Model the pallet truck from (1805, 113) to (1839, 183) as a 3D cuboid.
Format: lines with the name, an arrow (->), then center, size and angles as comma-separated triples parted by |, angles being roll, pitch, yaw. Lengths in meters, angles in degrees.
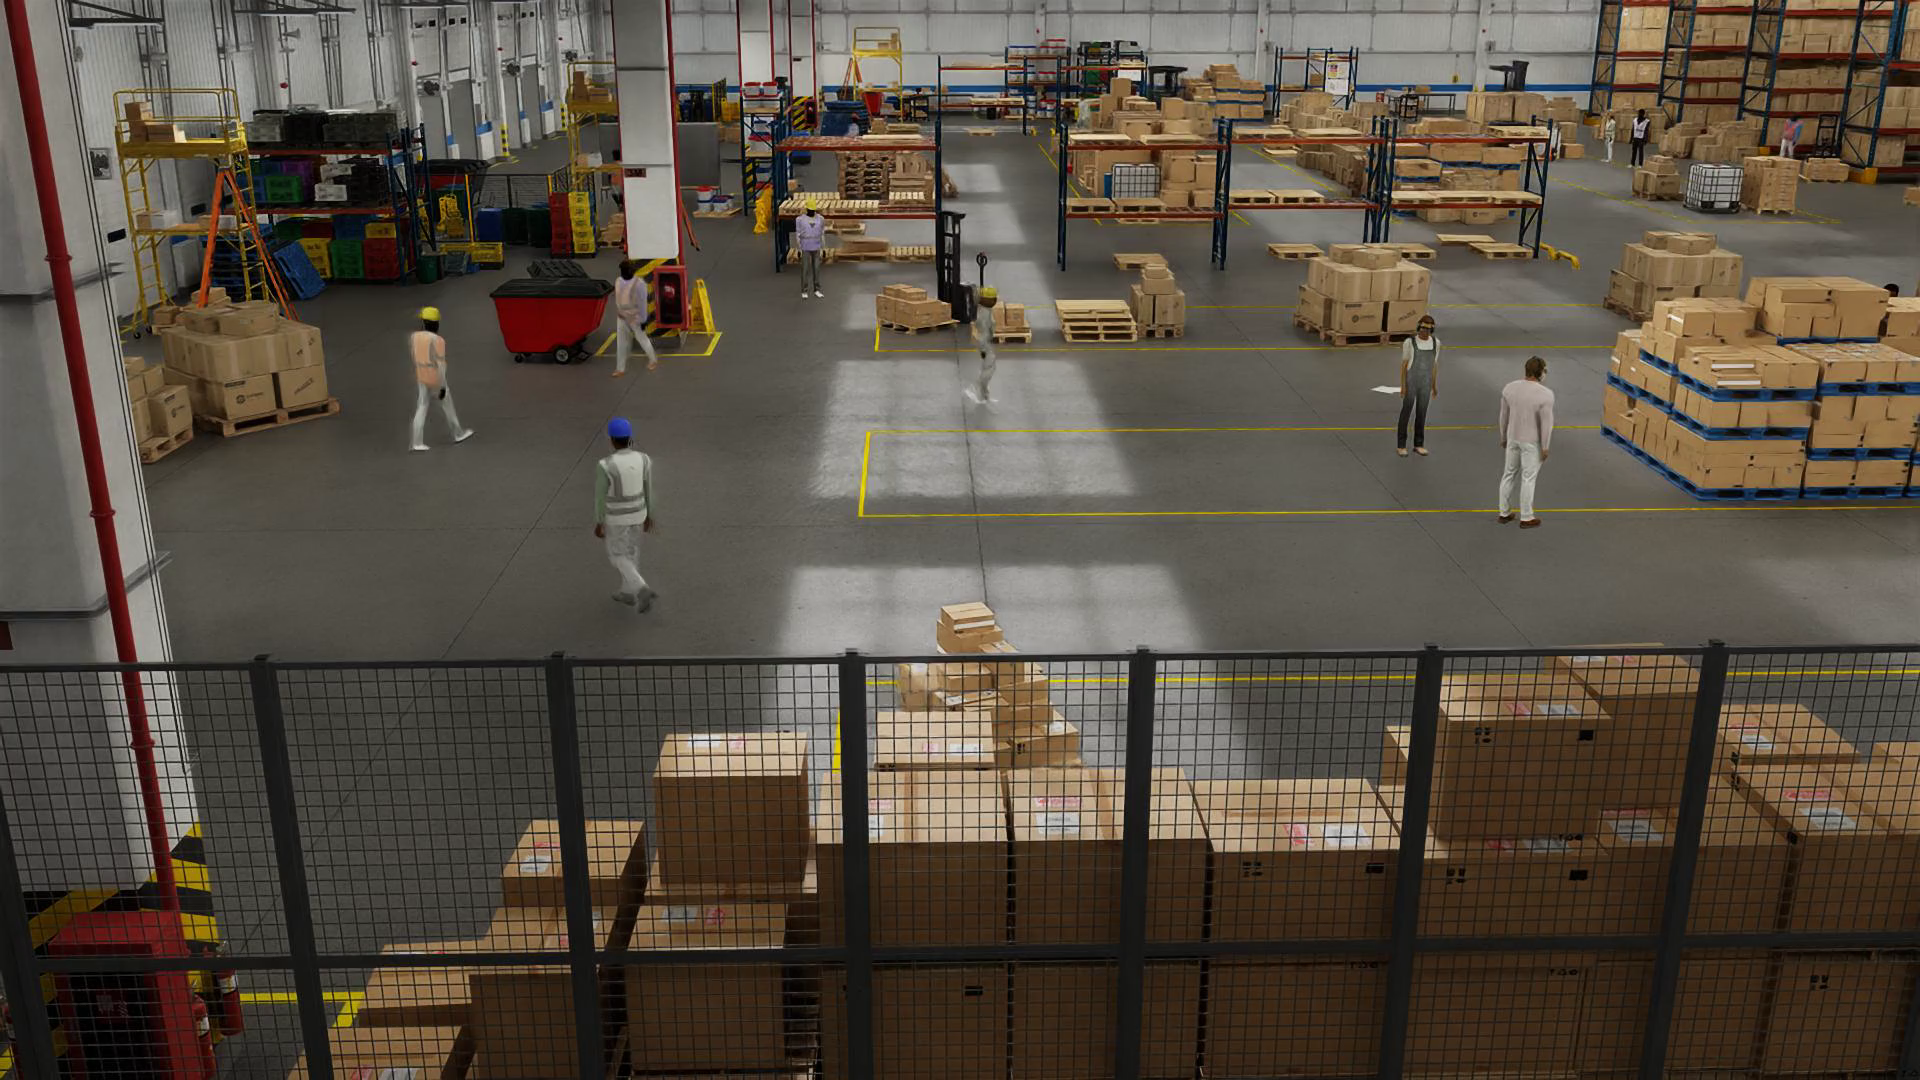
pallet truck -> 26.403, -11.957, 50.702 | 0.823, 1.965, 1.885 | 6, 19, 16

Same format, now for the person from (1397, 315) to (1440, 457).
person -> 5.888, -1.979, 21.345 | 0.506, 1.841, 0.345 | -4, 19, -11

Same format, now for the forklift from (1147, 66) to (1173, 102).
forklift -> 7.425, -16.286, 62.184 | 1.129, 2.768, 1.873 | -9, 21, -25

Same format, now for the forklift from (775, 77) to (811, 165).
forklift -> -5.920, -13.893, 55.085 | 1.873, 2.768, 1.129 | -1, 19, -1

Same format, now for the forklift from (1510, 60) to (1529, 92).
forklift -> 22.131, -17.597, 66.073 | 1.873, 2.768, 1.129 | -1, 19, -2

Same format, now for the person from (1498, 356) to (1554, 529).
person -> 6.300, -1.092, 18.568 | 0.375, 1.934, 0.628 | -15, 24, -37

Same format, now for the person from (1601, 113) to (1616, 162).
person -> 21.863, -13.553, 56.006 | 0.315, 1.629, 0.509 | -1, 19, -4

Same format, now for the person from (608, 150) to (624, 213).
person -> -8.869, -9.288, 43.262 | 0.533, 1.686, 0.457 | -11, 22, -30

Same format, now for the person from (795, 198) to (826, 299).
person -> -2.865, -5.627, 32.045 | 0.586, 1.920, 0.377 | -7, 20, -21

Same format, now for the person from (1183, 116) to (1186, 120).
person -> 7.312, -13.129, 54.774 | 0.523, 1.625, 0.521 | 3, 19, 9

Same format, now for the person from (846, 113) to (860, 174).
person -> -3.371, -12.432, 52.282 | 0.632, 1.882, 0.569 | -12, 22, -33

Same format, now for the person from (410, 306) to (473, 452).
person -> -6.871, -2.109, 21.678 | 0.608, 1.878, 0.981 | 8, 20, 23

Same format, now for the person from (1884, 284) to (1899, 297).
person -> 12.790, -2.619, 23.124 | 0.597, 1.916, 0.370 | 8, 20, 21

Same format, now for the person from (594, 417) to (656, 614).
person -> -3.193, -0.229, 16.023 | 0.717, 1.927, 0.614 | 15, 24, 38

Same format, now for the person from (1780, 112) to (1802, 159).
person -> 27.150, -13.115, 54.482 | 0.935, 1.776, 0.690 | -15, 24, -38

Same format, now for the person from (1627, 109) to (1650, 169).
person -> 22.102, -13.049, 54.085 | 0.384, 1.909, 0.593 | -12, 22, -31

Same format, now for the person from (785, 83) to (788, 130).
person -> -6.999, -17.423, 67.052 | 0.660, 1.900, 0.917 | 2, 19, 6

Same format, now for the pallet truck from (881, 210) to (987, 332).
pallet truck -> -0.493, -4.759, 29.349 | 1.885, 1.965, 0.823 | -13, 23, -34

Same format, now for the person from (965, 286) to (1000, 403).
person -> 0.362, -2.793, 23.932 | 0.426, 1.733, 0.497 | -1, 19, -2

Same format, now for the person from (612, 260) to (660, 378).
person -> -5.054, -3.462, 25.804 | 0.634, 1.808, 0.930 | 11, 22, 30

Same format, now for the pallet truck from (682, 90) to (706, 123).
pallet truck -> -9.671, -15.907, 62.421 | 0.823, 1.965, 1.885 | 5, 19, 15

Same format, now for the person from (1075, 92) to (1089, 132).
person -> 4.633, -15.882, 62.543 | 1.063, 1.880, 0.632 | -10, 21, -27
